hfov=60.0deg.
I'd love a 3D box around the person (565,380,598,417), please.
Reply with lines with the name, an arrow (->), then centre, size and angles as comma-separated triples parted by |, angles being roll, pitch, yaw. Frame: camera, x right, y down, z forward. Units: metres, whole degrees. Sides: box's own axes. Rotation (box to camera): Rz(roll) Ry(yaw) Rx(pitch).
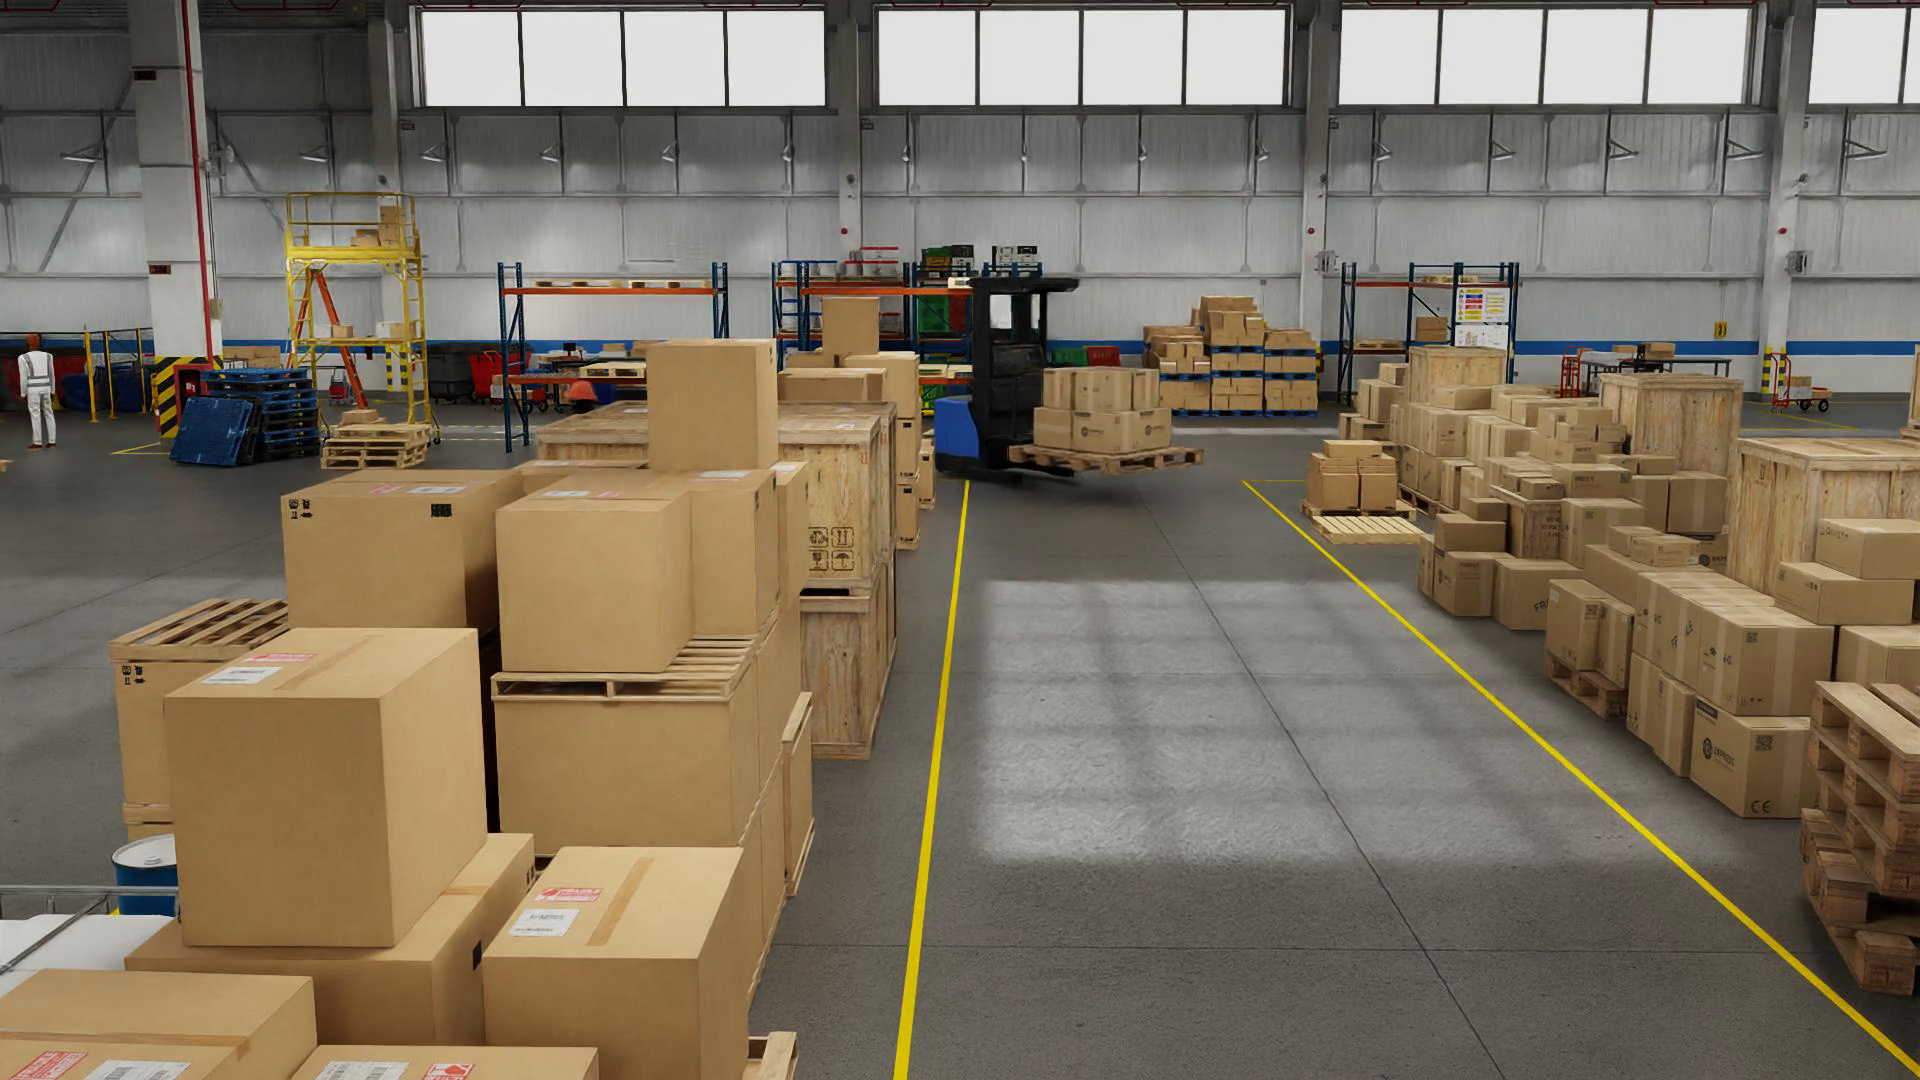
person -> -3.526, -0.524, 15.583 | 0.545, 1.942, 0.350 | 9, 13, 43

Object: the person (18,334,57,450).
person -> -14.956, -2.394, 26.963 | 0.356, 1.883, 0.574 | 5, 11, 29

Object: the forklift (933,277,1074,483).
forklift -> 0.565, -2.304, 23.436 | 1.129, 2.768, 1.873 | -8, 12, -40
